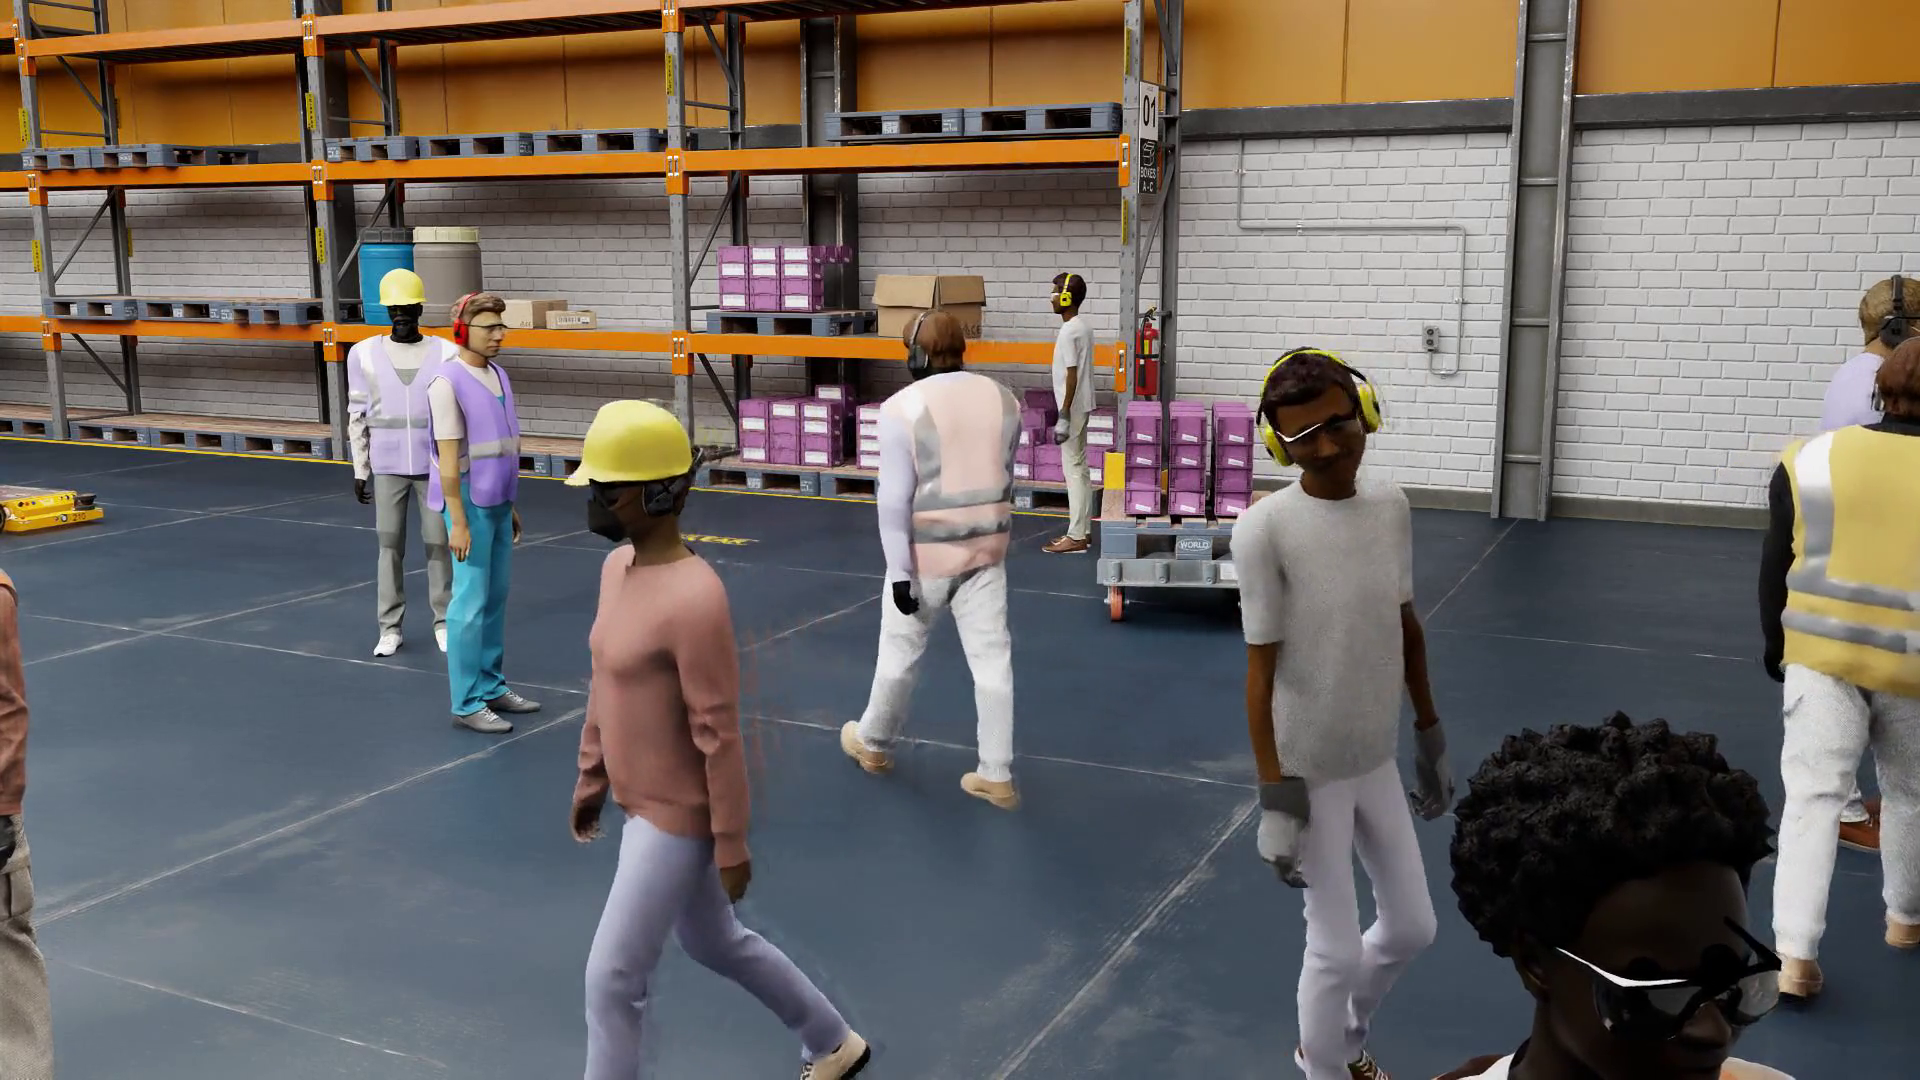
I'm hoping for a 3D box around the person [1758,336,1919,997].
[{"bbox_3d":[2.526,0.339,4.588,0.629,1.804,0.926,6,12,32],"label":"person"}]

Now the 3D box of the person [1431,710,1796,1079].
[{"bbox_3d":[0.461,0.958,1.312,0.532,1.696,0.319,-4,11,-21],"label":"person"}]

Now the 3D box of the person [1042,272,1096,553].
[{"bbox_3d":[0.733,-0.844,11.129,0.332,1.874,0.520,3,10,18],"label":"person"}]

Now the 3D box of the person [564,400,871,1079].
[{"bbox_3d":[-0.583,0.553,3.571,0.900,1.733,0.528,-5,11,-27],"label":"person"}]

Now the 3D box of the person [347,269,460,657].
[{"bbox_3d":[-2.739,-0.381,8.319,0.585,1.928,0.368,-3,10,-17],"label":"person"}]

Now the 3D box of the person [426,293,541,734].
[{"bbox_3d":[-2.043,-0.118,7.046,0.377,1.842,0.570,1,10,8],"label":"person"}]

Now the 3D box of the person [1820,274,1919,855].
[{"bbox_3d":[3.087,0.075,5.673,0.377,1.940,0.627,3,10,18],"label":"person"}]

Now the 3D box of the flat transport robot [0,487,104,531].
[{"bbox_3d":[-7.135,-0.252,12.318,1.431,0.197,0.652,4,11,24],"label":"flat transport robot"}]

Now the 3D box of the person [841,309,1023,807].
[{"bbox_3d":[-0.095,0.048,6.235,0.648,1.800,0.926,-6,12,-31],"label":"person"}]

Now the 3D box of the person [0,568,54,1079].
[{"bbox_3d":[-2.234,0.578,3.649,0.511,1.641,0.307,4,11,22],"label":"person"}]

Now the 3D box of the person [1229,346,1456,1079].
[{"bbox_3d":[0.806,0.497,3.626,0.626,1.827,0.402,-7,12,-35],"label":"person"}]
